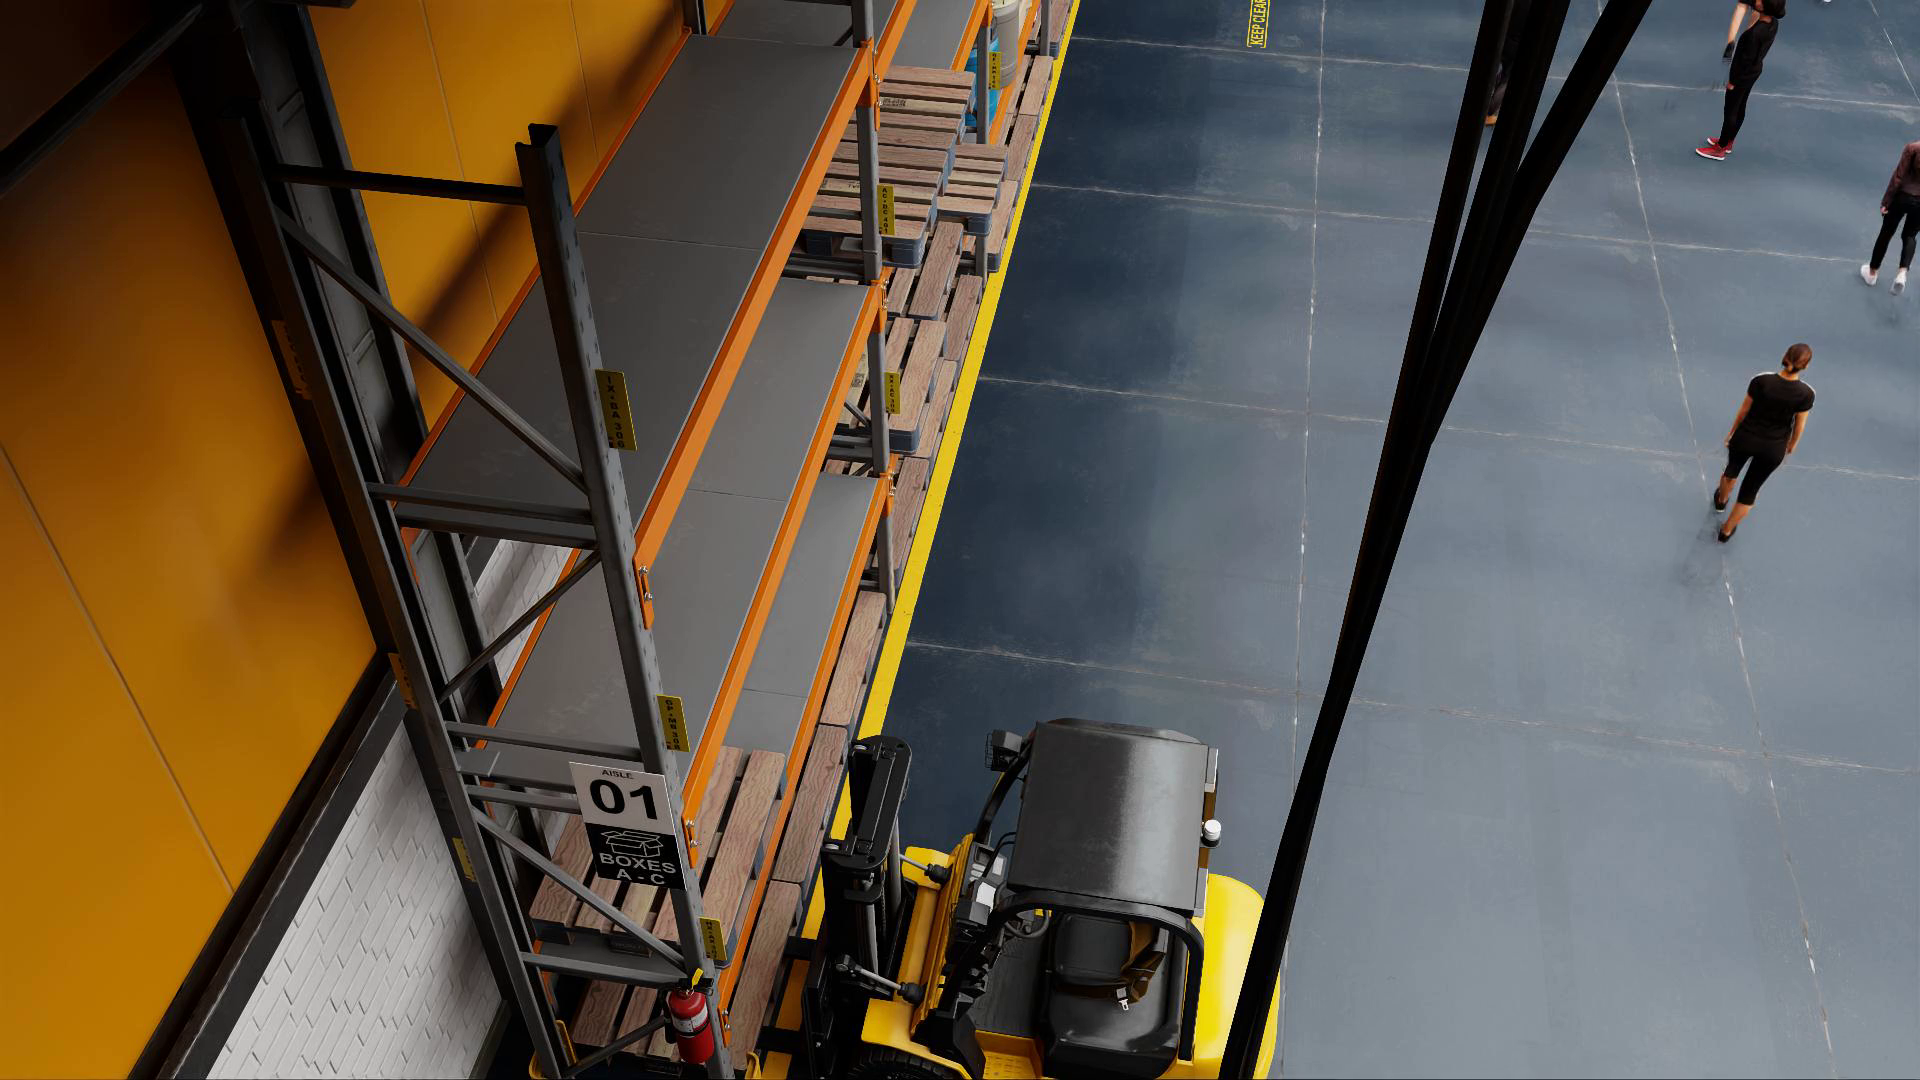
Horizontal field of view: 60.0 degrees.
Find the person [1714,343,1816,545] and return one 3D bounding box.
[{"bbox_3d":[5.603,-0.644,11.690,0.769,1.652,0.904,23,48,23],"label":"person"}]

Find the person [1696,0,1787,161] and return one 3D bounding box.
[{"bbox_3d":[7.363,-4.367,15.580,0.745,1.675,0.651,33,53,30],"label":"person"}]

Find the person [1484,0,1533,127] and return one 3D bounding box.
[{"bbox_3d":[5.288,-4.739,15.964,0.874,1.685,0.720,-24,48,-23],"label":"person"}]

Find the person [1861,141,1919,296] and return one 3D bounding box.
[{"bbox_3d":[7.976,-2.778,13.904,0.615,1.688,0.848,8,44,8],"label":"person"}]
